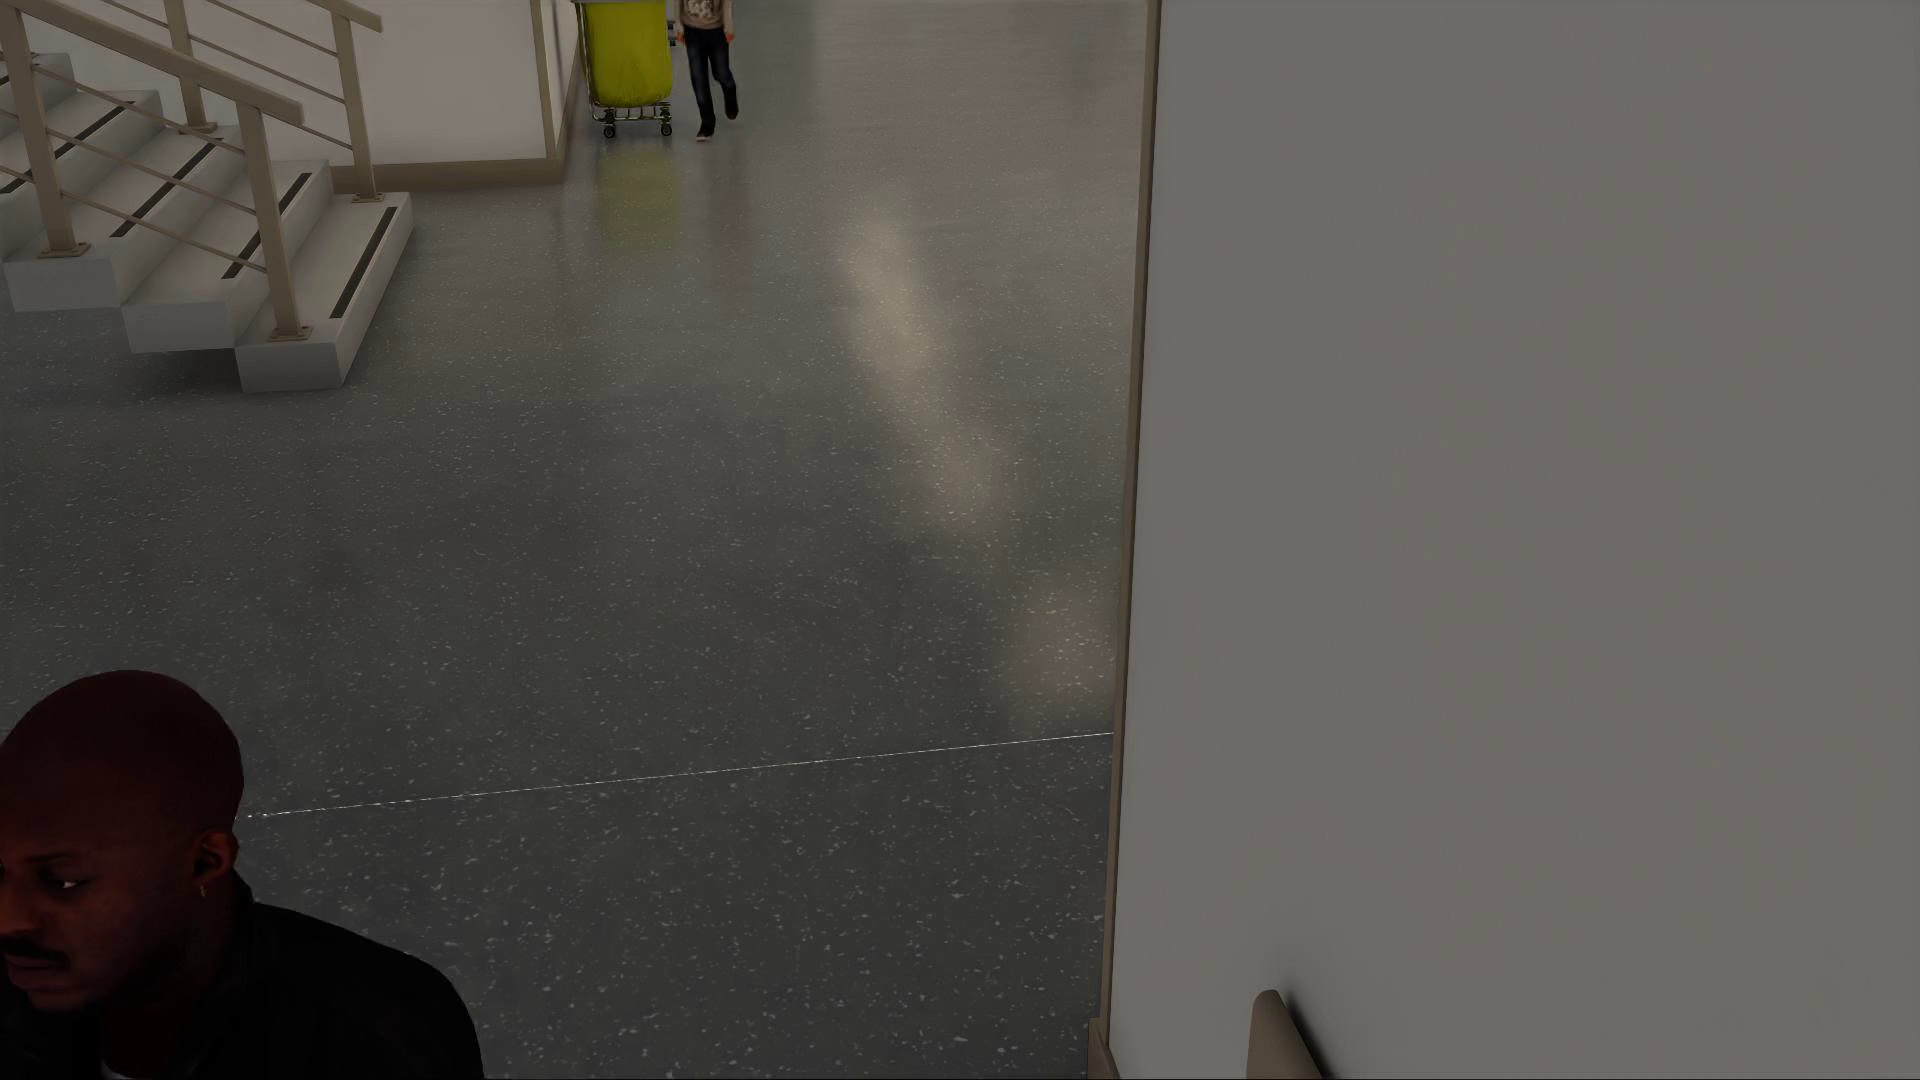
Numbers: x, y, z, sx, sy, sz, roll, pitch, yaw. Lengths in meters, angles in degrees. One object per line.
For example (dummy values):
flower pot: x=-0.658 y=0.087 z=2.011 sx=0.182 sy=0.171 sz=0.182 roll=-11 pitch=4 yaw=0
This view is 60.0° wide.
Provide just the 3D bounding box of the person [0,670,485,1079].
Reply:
person: x=-0.648 y=0.884 z=1.772 sx=0.814 sy=1.811 sz=0.902 roll=9 pitch=27 yaw=18

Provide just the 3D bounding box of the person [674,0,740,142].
person: x=-1.694 y=-3.440 z=11.158 sx=0.824 sy=1.448 sz=0.745 roll=3 pitch=26 yaw=6
